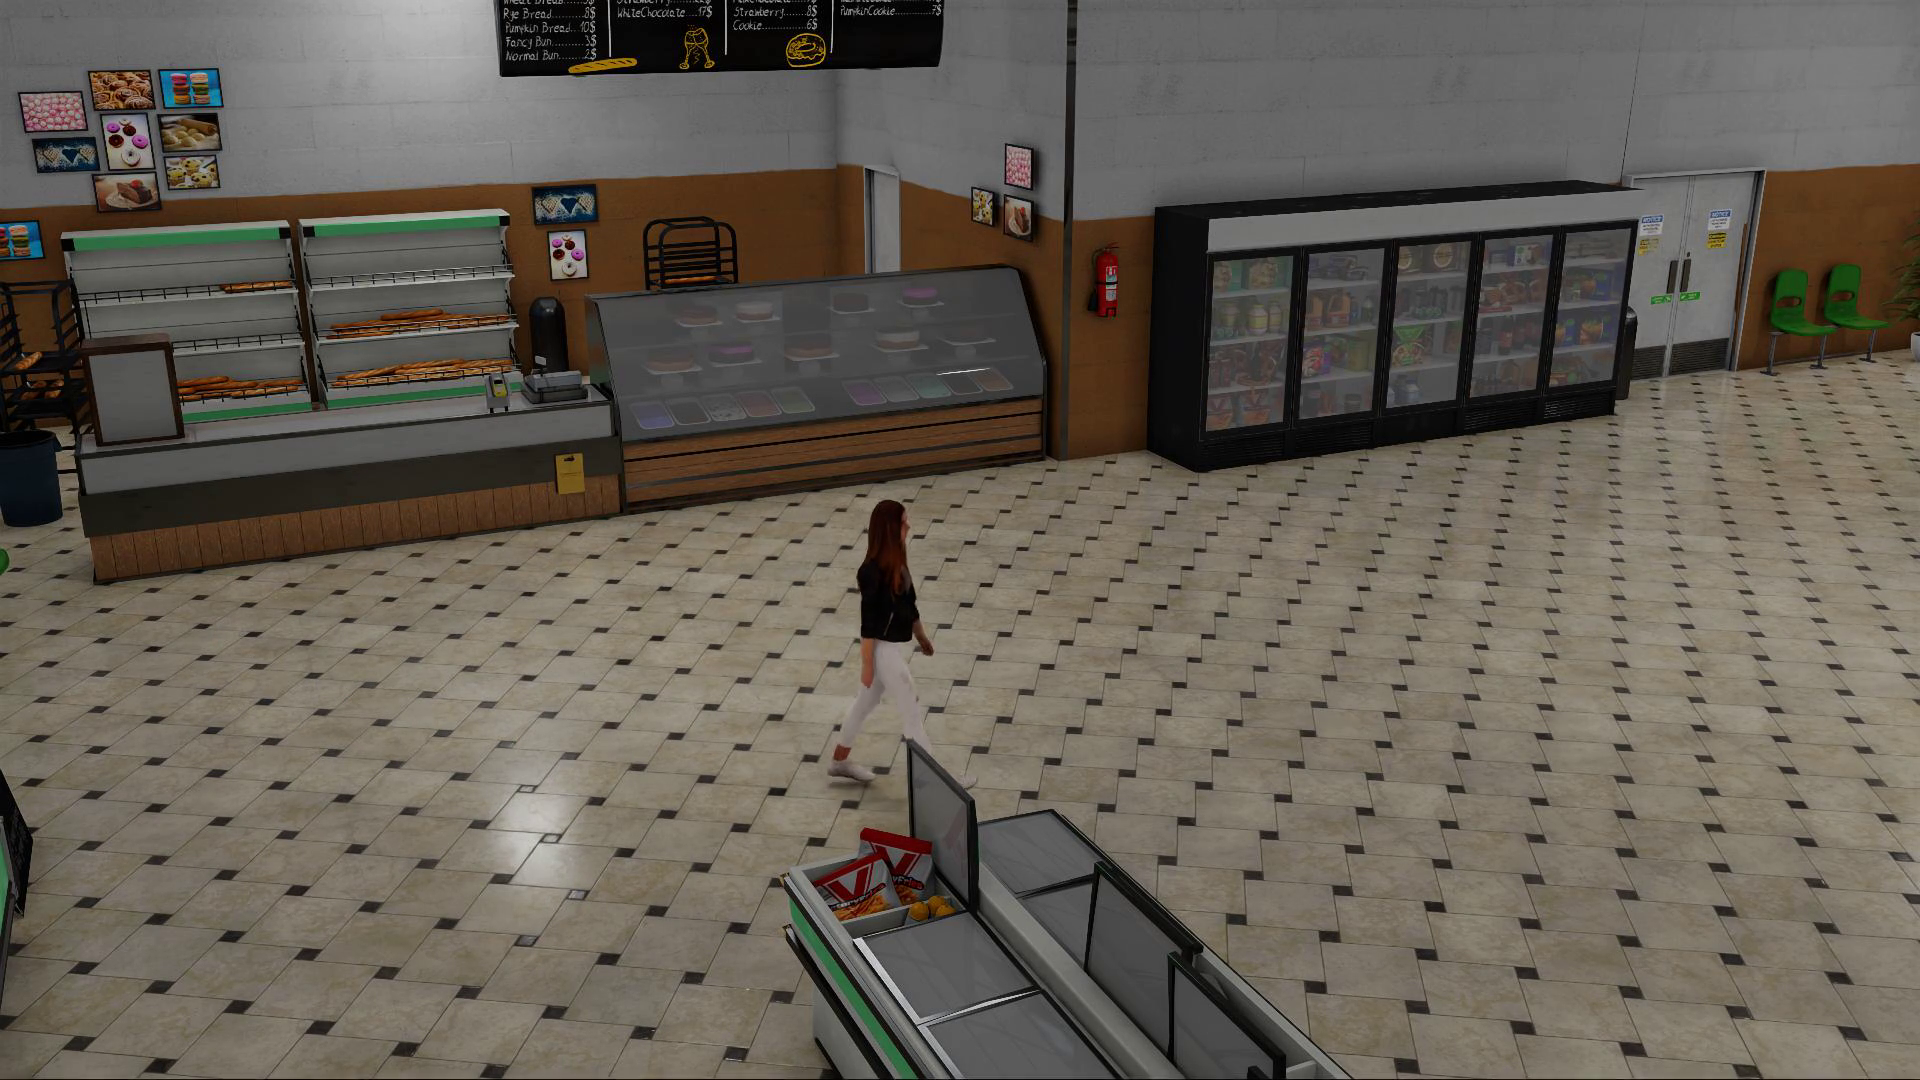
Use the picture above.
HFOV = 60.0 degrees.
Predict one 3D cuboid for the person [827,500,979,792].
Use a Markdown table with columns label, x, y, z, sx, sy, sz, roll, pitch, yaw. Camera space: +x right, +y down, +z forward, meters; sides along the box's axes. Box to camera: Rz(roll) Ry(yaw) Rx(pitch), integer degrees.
| label | x | y | z | sx | sy | sz | roll | pitch | yaw |
| --- | --- | --- | --- | --- | --- | --- | --- | --- | --- |
| person | -0.476 | 0.598 | 8.999 | 1.098 | 1.662 | 1.119 | 4 | 19 | 11 |
